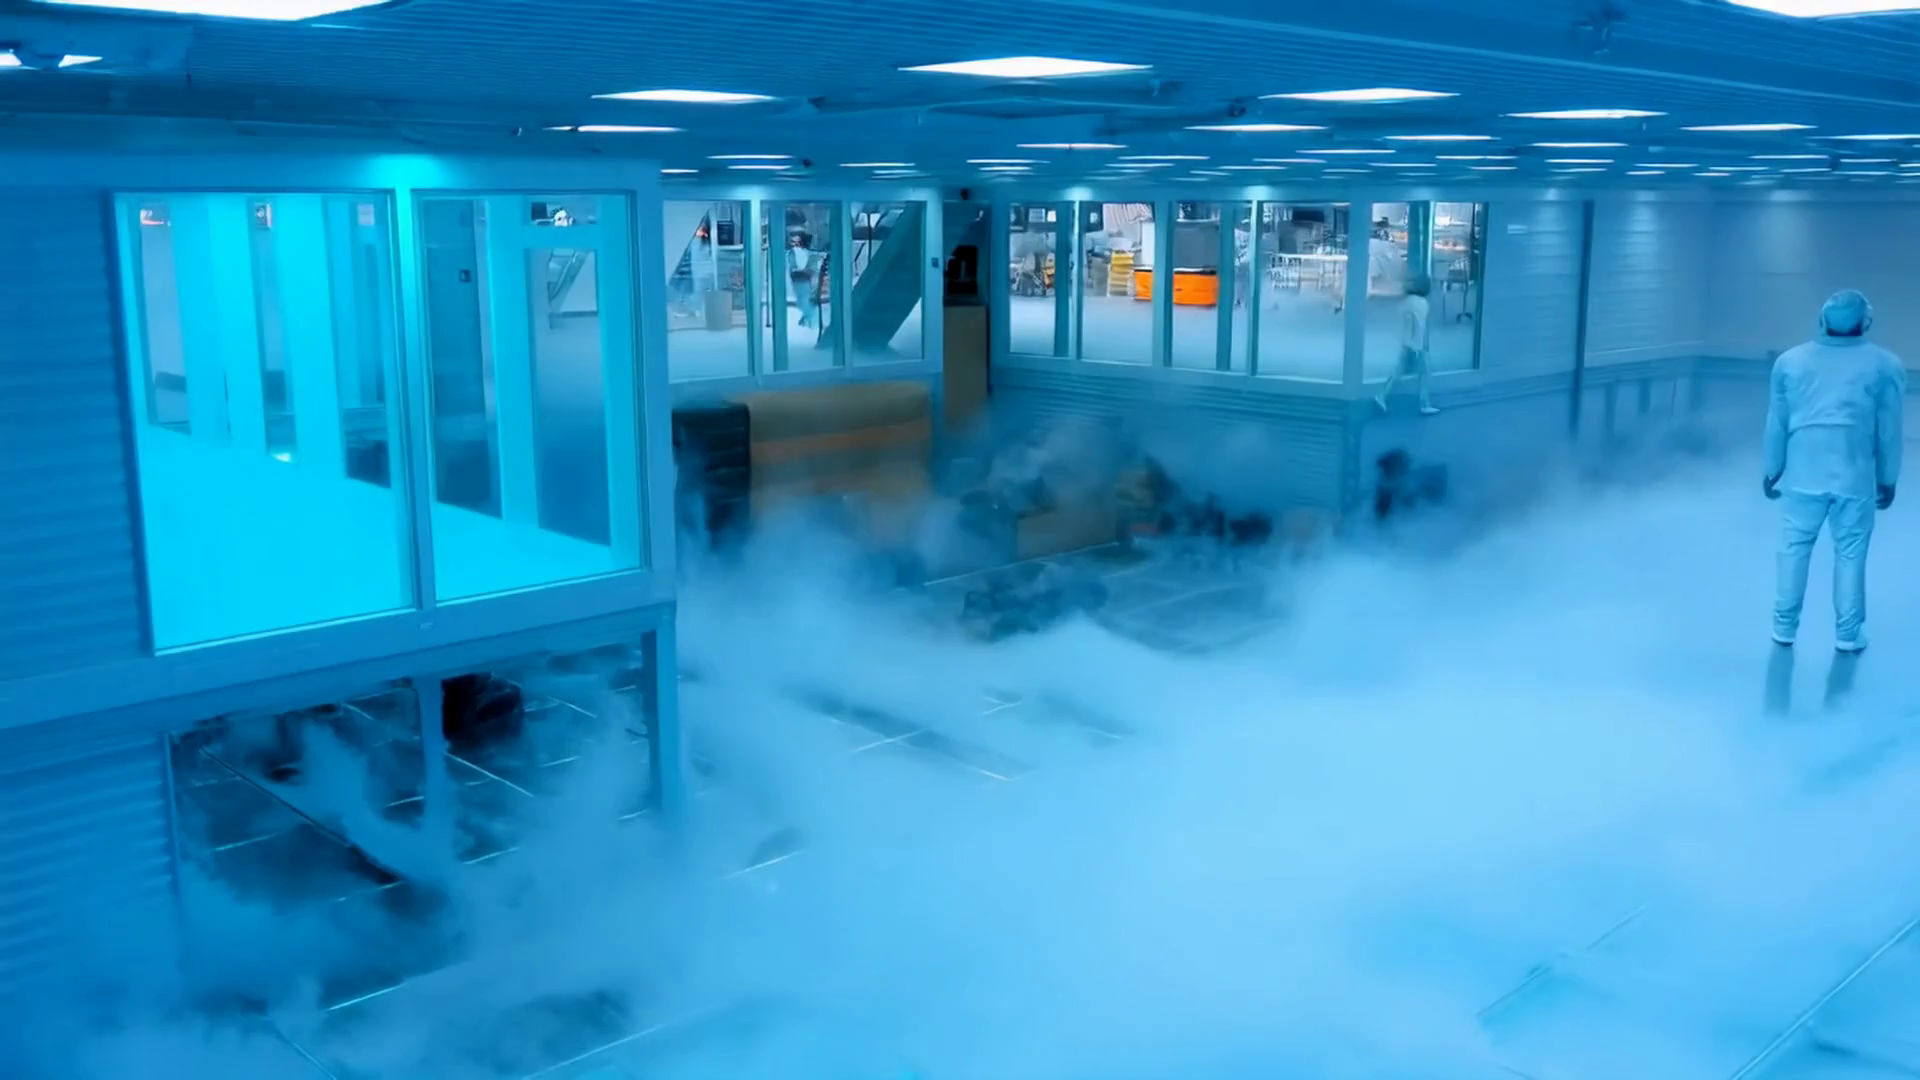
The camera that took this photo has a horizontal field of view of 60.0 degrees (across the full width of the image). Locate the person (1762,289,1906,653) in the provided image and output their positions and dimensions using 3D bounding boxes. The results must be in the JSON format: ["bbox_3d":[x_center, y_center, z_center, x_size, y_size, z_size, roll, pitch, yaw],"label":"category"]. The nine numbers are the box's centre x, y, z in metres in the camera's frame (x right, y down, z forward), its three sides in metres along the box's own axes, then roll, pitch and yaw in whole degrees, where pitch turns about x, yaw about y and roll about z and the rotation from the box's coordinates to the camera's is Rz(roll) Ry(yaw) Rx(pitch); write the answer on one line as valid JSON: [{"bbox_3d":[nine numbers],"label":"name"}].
[{"bbox_3d":[4.599,-0.363,8.787,0.652,1.906,0.402,7,13,30],"label":"person"}]

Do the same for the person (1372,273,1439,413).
[{"bbox_3d":[5.082,-2.221,18.855,0.772,1.610,0.516,-4,12,-19],"label":"person"}]
